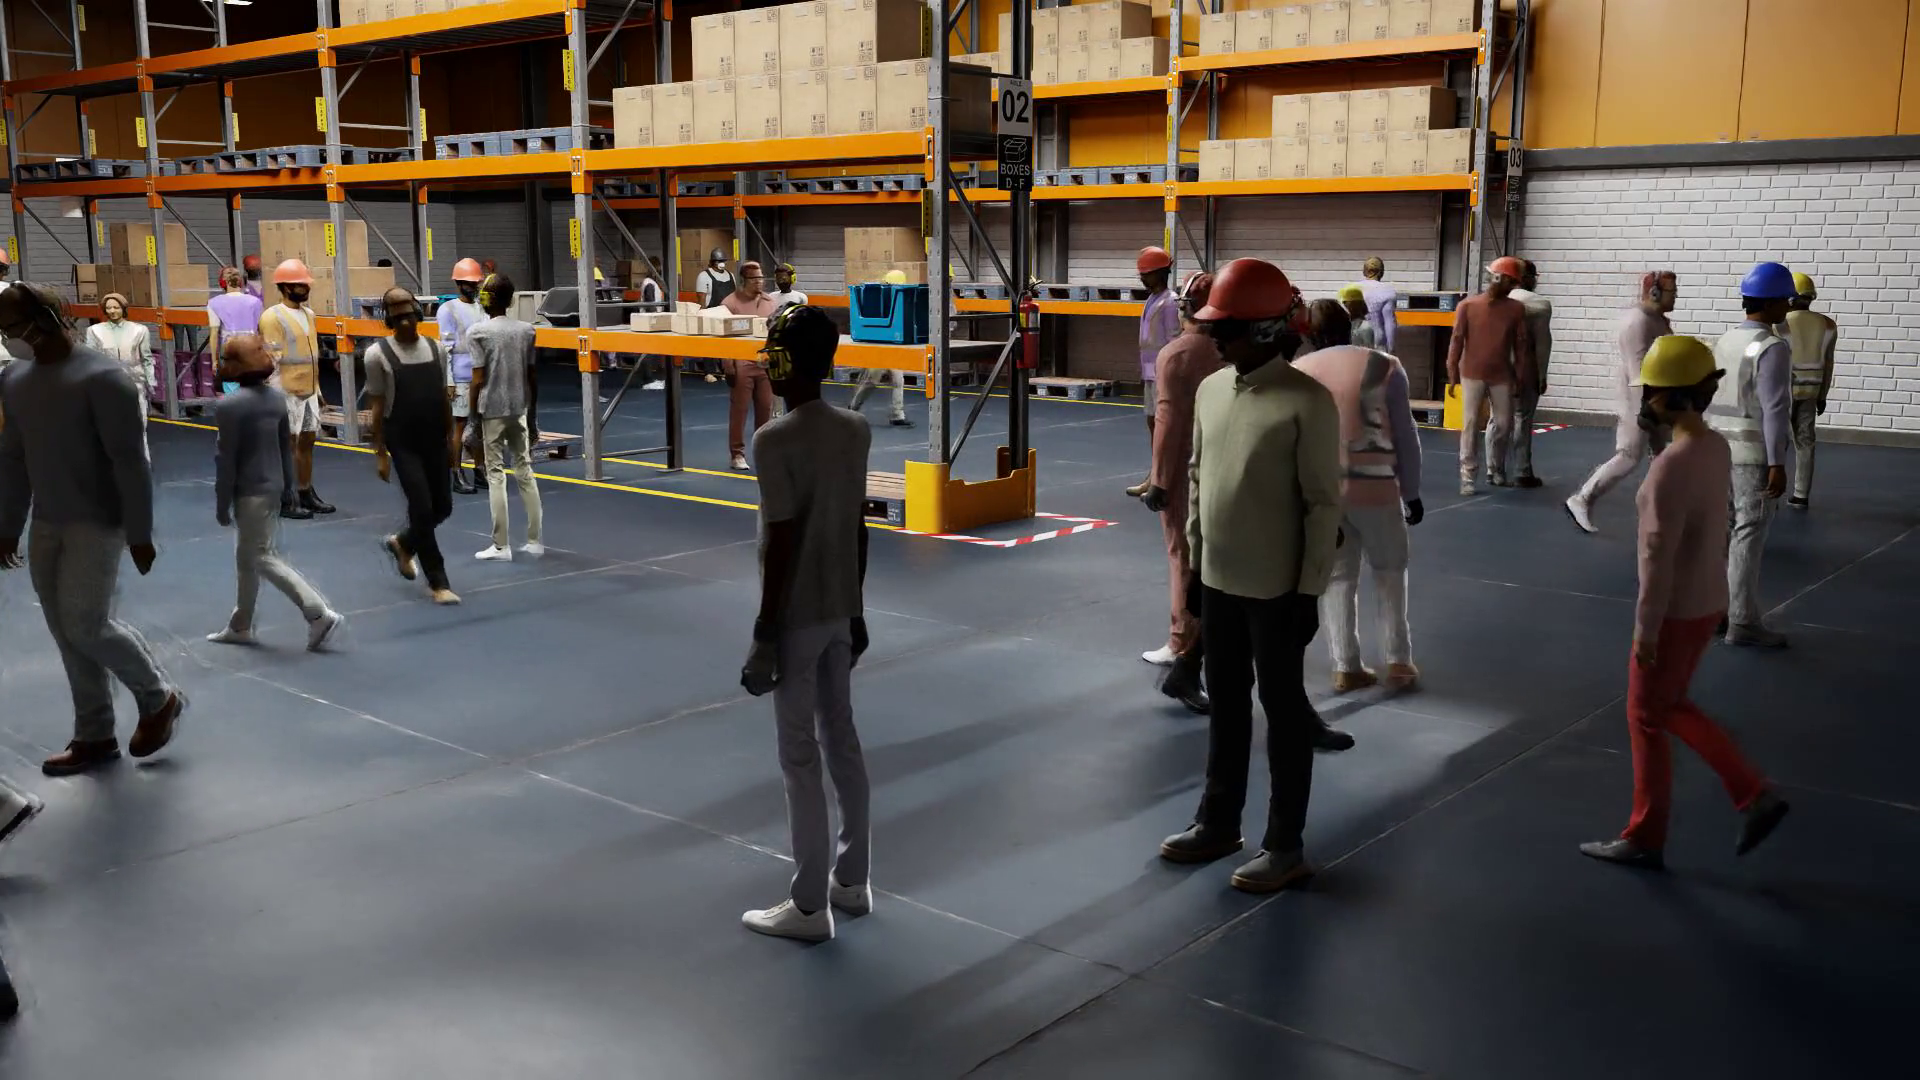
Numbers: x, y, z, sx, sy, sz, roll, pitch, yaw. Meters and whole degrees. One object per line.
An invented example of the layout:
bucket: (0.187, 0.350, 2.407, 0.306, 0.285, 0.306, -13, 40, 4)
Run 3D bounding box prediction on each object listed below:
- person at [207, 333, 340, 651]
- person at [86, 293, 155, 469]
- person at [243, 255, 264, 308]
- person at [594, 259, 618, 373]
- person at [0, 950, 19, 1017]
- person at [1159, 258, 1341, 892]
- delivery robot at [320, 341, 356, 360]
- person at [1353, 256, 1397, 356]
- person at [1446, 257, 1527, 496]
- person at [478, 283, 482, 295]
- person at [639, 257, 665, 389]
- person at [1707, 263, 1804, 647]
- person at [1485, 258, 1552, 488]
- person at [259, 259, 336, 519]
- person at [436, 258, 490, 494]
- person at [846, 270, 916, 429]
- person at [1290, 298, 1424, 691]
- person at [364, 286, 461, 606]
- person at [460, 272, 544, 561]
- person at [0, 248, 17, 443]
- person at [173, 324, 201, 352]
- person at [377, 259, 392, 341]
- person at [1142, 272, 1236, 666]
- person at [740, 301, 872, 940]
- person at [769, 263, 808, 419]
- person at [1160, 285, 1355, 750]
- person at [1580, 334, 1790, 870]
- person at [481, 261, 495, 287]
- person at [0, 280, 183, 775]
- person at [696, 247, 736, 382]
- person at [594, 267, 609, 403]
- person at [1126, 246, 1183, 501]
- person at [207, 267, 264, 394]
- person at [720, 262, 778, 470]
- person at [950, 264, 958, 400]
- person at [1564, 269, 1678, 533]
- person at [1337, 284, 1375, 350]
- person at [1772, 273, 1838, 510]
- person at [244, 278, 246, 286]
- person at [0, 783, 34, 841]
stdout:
person: (-3.497, -0.235, 8.357, 0.756, 1.603, 0.507, 2, 10, 10)
person: (-7.248, -1.311, 14.388, 0.523, 1.638, 0.311, -4, 11, -24)
person: (-10.016, -3.083, 23.718, 0.415, 1.913, 0.568, 6, 12, 31)
person: (-5.842, -3.620, 26.972, 0.701, 1.844, 0.856, -9, 13, -42)
person: (-2.893, 0.454, 4.136, 0.918, 1.719, 0.531, -3, 10, -15)
person: (0.922, 0.112, 5.283, 0.392, 1.991, 0.612, -6, 12, -32)
delivery robot: (-10.518, -3.235, 28.161, 0.707, 0.478, 0.477, -7, 12, -35)
person: (4.493, -2.136, 18.258, 0.628, 1.931, 0.358, 9, 14, 43)
person: (4.348, -1.371, 13.858, 0.714, 1.965, 0.720, 0, 10, 0)
person: (-9.330, -4.384, 31.901, 0.508, 1.632, 0.273, -9, 13, -41)
person: (-4.315, -3.102, 23.849, 0.596, 1.897, 0.616, 0, 10, -3)
person: (4.041, -0.433, 8.511, 0.388, 1.947, 0.615, -1, 10, -4)
person: (4.711, -1.415, 14.139, 0.376, 1.937, 0.629, -9, 14, -42)
person: (-4.966, -1.130, 12.512, 0.364, 1.935, 0.552, 3, 10, 14)
person: (-4.034, -1.352, 13.774, 0.364, 1.935, 0.553, 6, 12, 31)
person: (-0.901, -2.151, 18.775, 0.840, 1.780, 0.640, 6, 12, 31)
person: (1.801, -0.202, 7.649, 0.677, 1.797, 0.534, 6, 12, 31)
person: (-3.170, -0.540, 9.521, 0.694, 1.817, 0.516, 9, 13, 41)
person: (-2.968, -0.785, 10.777, 0.339, 1.861, 0.587, 9, 14, 43)
person: (-8.954, -1.720, 15.566, 0.605, 2.045, 0.385, -8, 13, -38)
person: (-12.477, -3.481, 26.761, 0.499, 1.633, 0.283, -3, 10, -16)
person: (-10.249, -4.084, 29.645, 0.431, 1.835, 0.629, -3, 10, -14)
person: (1.141, -0.333, 8.061, 0.640, 1.909, 0.409, -8, 13, -39)
person: (-0.456, 0.242, 4.891, 0.313, 1.869, 0.539, 6, 12, 31)
person: (-1.879, -2.034, 17.858, 0.510, 1.870, 0.328, 3, 11, 19)
person: (1.228, -0.124, 6.963, 0.964, 1.894, 0.534, 7, 12, 36)
person: (2.332, 0.226, 5.299, 0.507, 1.750, 0.546, 9, 13, 41)
person: (-7.138, -3.377, 25.630, 0.580, 1.841, 0.922, 8, 13, 39)
person: (-3.368, -0.040, 6.384, 0.672, 1.904, 0.462, 5, 11, 28)
person: (-3.630, -3.419, 25.250, 0.684, 2.000, 0.536, -9, 14, -43)
person: (-4.784, -2.678, 21.817, 0.318, 1.768, 0.532, -1, 10, -6)
person: (1.566, -1.320, 13.323, 0.396, 2.033, 0.605, -2, 10, -12)
person: (-7.284, -1.835, 16.827, 0.387, 1.837, 0.567, 8, 13, 39)
person: (-1.893, -1.591, 15.265, 0.647, 1.900, 0.395, -9, 13, -42)
person: (-0.242, -2.776, 22.210, 0.404, 1.822, 0.591, -3, 10, -16)
person: (4.777, -0.949, 11.643, 0.866, 1.878, 0.650, 9, 13, 42)
person: (3.278, -1.317, 14.212, 0.854, 1.700, 0.503, -2, 10, -12)
person: (6.432, -1.142, 12.879, 0.600, 1.829, 0.404, -1, 10, -6)
person: (-9.893, -2.862, 23.143, 0.577, 1.672, 0.537, -2, 10, -12)
person: (-3.264, 0.197, 5.048, 0.553, 1.903, 0.627, -9, 13, -41)
